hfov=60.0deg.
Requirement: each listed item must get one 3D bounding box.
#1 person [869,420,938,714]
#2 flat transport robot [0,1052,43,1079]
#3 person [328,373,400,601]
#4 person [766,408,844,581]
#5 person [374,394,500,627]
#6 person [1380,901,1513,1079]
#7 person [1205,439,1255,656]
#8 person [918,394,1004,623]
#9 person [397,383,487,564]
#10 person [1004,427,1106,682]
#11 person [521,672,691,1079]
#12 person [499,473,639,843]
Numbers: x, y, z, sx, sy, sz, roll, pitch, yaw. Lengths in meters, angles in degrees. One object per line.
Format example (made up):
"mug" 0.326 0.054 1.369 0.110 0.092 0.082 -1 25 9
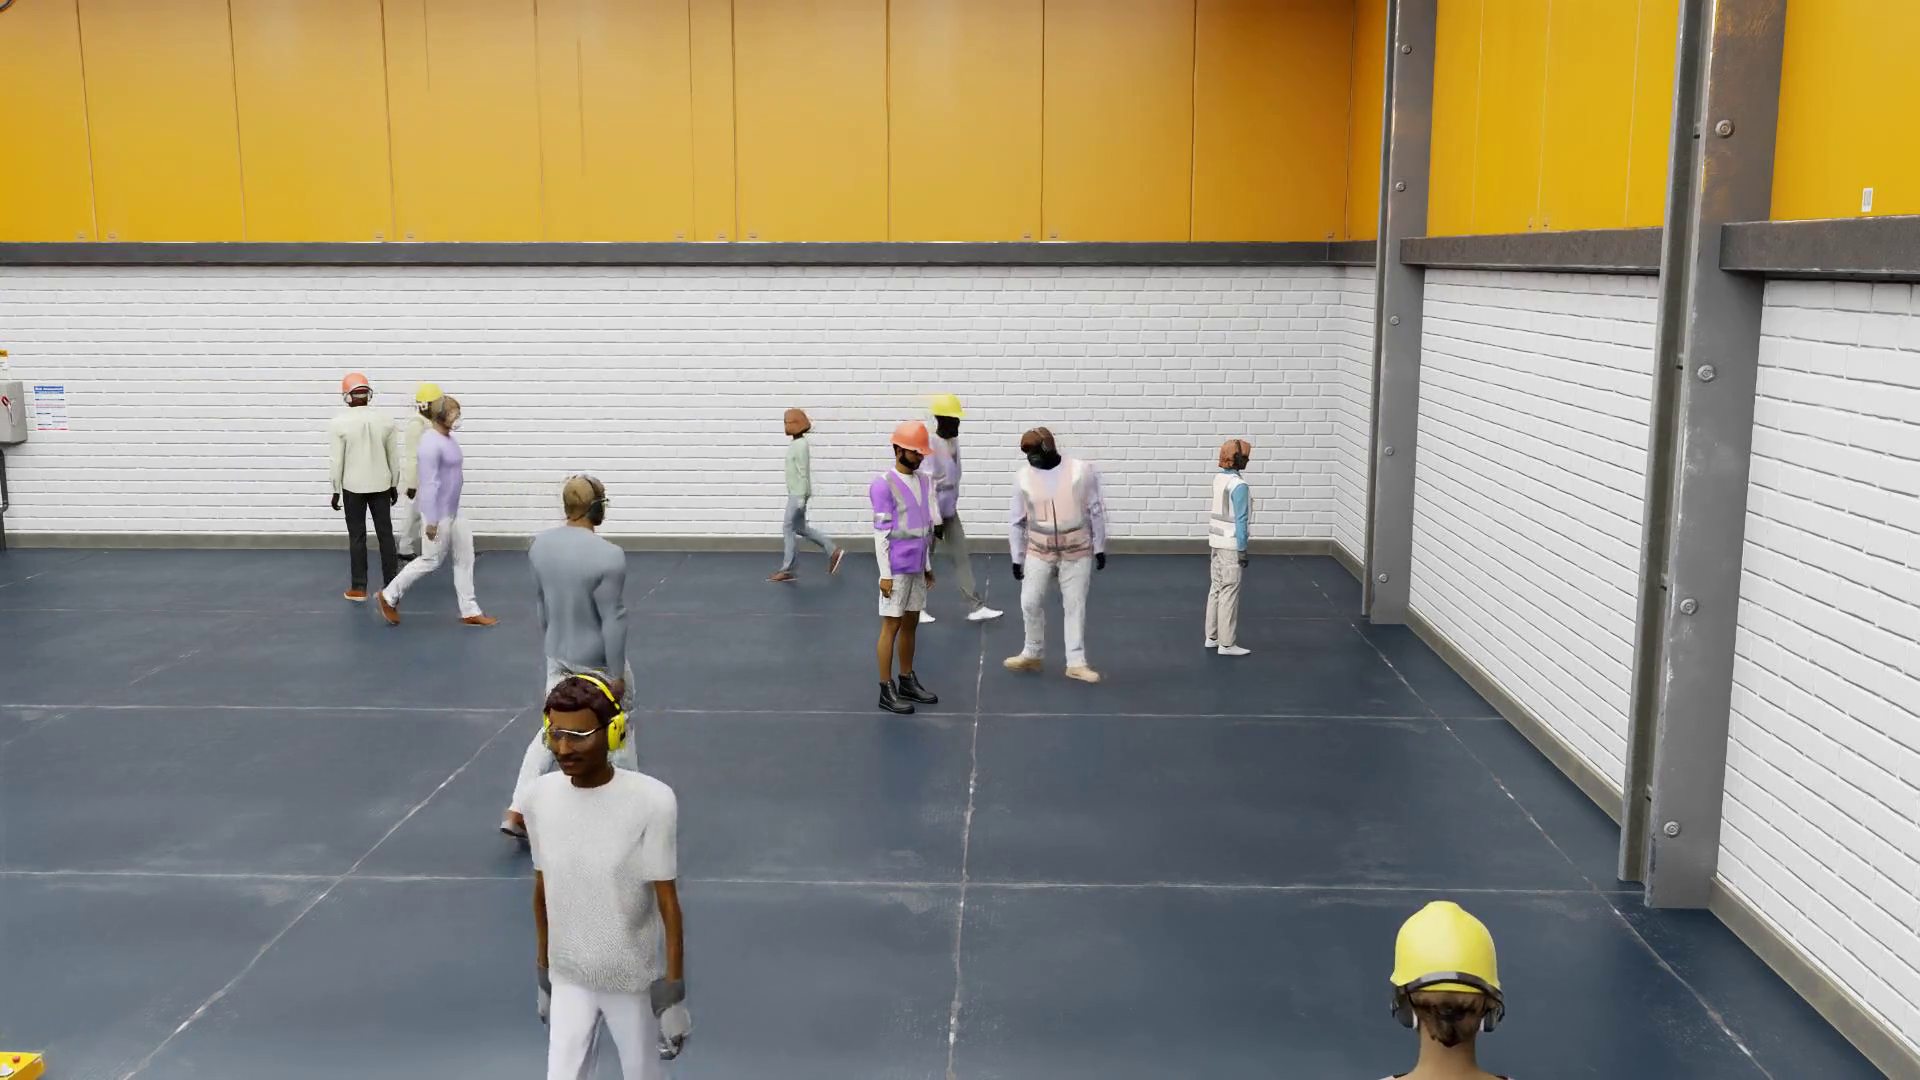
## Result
"person" -0.347 0.168 10.983 0.368 1.929 0.542 6 12 33
"flat transport robot" -3.711 1.958 5.348 0.652 0.197 1.431 1 10 5
"person" -5.191 -0.462 14.504 0.608 1.987 0.388 -8 13 -40
"person" -1.440 -0.421 15.360 0.670 1.610 0.504 -2 10 -9
"person" -4.243 -0.220 13.352 0.922 1.907 0.638 0 10 1
"person" 0.931 1.571 3.273 0.523 1.760 0.327 0 10 2
"person" 2.030 0.055 12.524 0.316 1.629 0.507 -2 10 -10
"person" -0.080 -0.233 13.453 0.925 1.881 0.616 5 11 27
"person" -5.067 -0.620 16.037 0.946 1.778 0.608 0 10 0
"person" 0.678 0.103 11.745 0.719 1.805 0.431 2 10 9
"person" -1.003 1.259 4.871 0.533 1.839 0.869 2 10 12
"person" -1.959 0.603 8.517 0.639 1.905 0.966 6 11 30
